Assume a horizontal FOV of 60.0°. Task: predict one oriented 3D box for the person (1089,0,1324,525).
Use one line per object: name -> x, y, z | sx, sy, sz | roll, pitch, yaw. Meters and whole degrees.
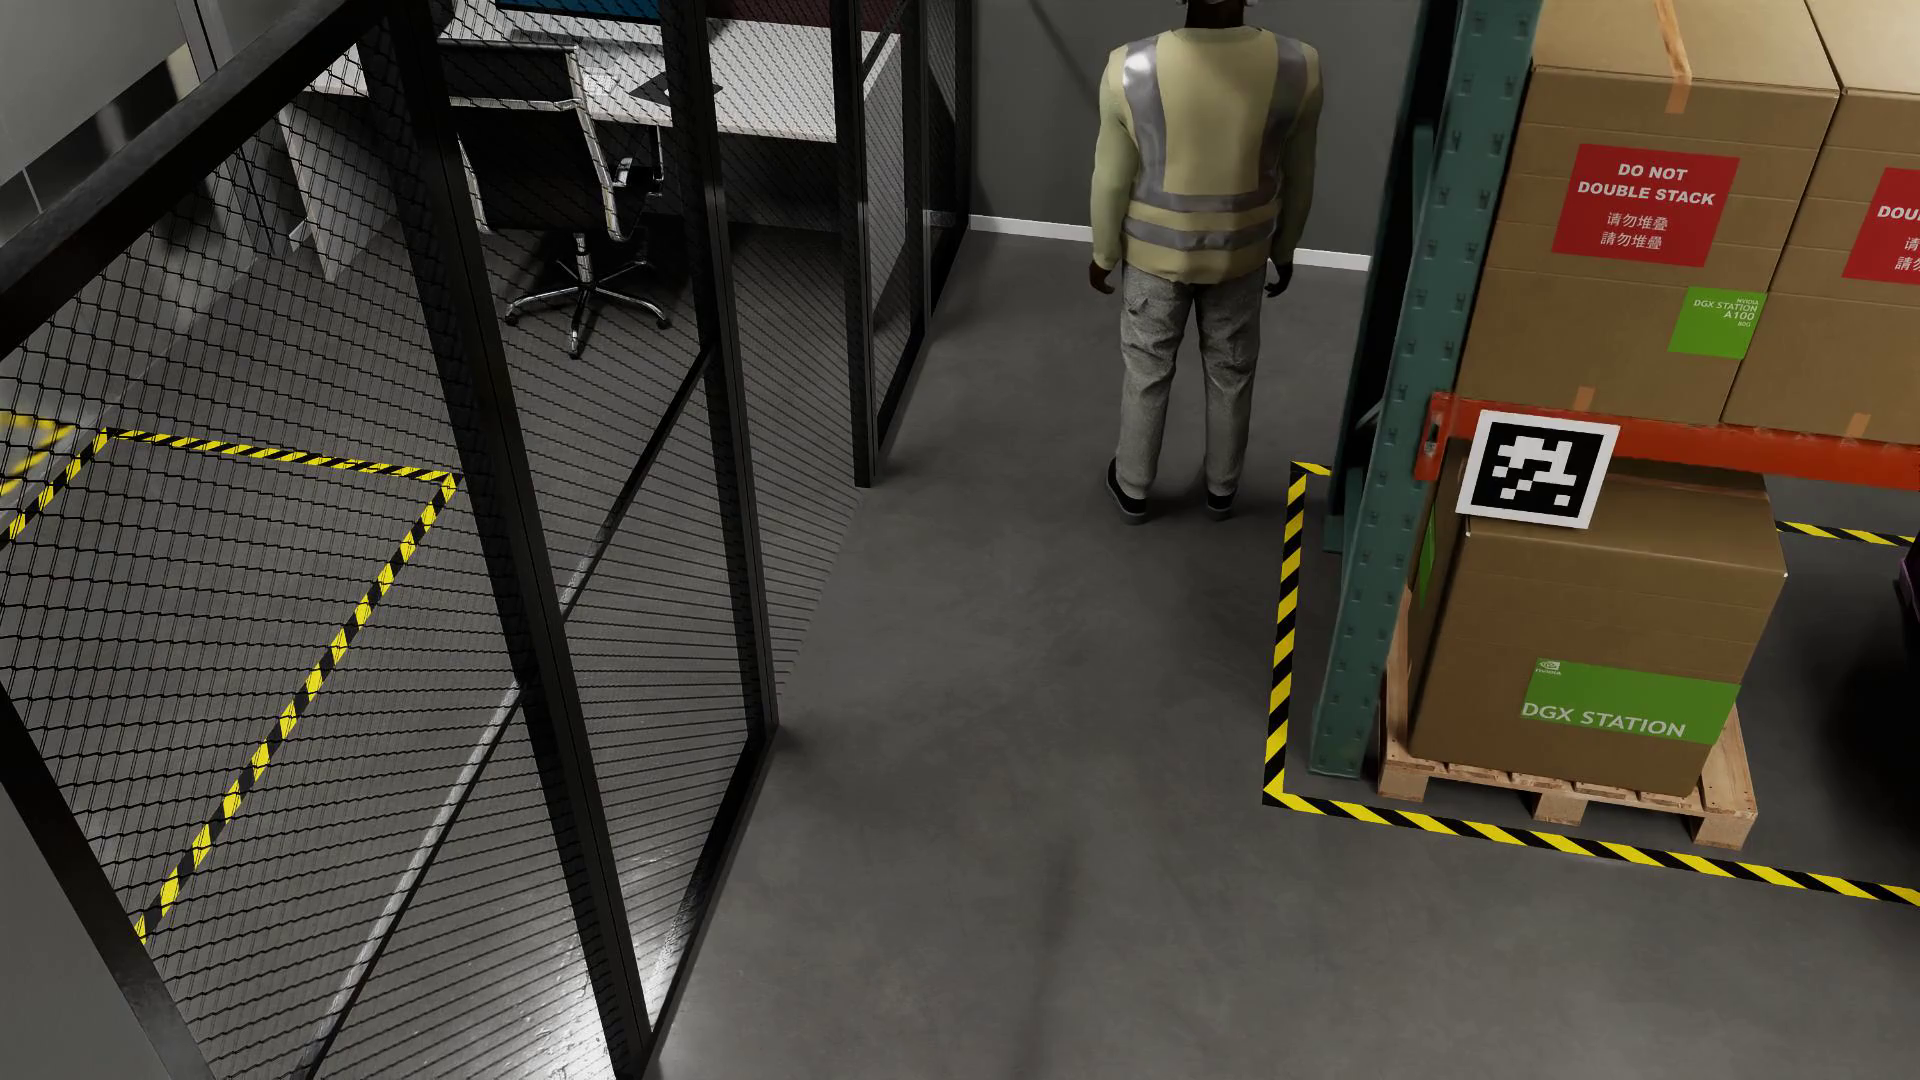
person -> 0.638, -0.816, 4.526 | 0.588, 1.822, 0.403 | 0, 41, 0
